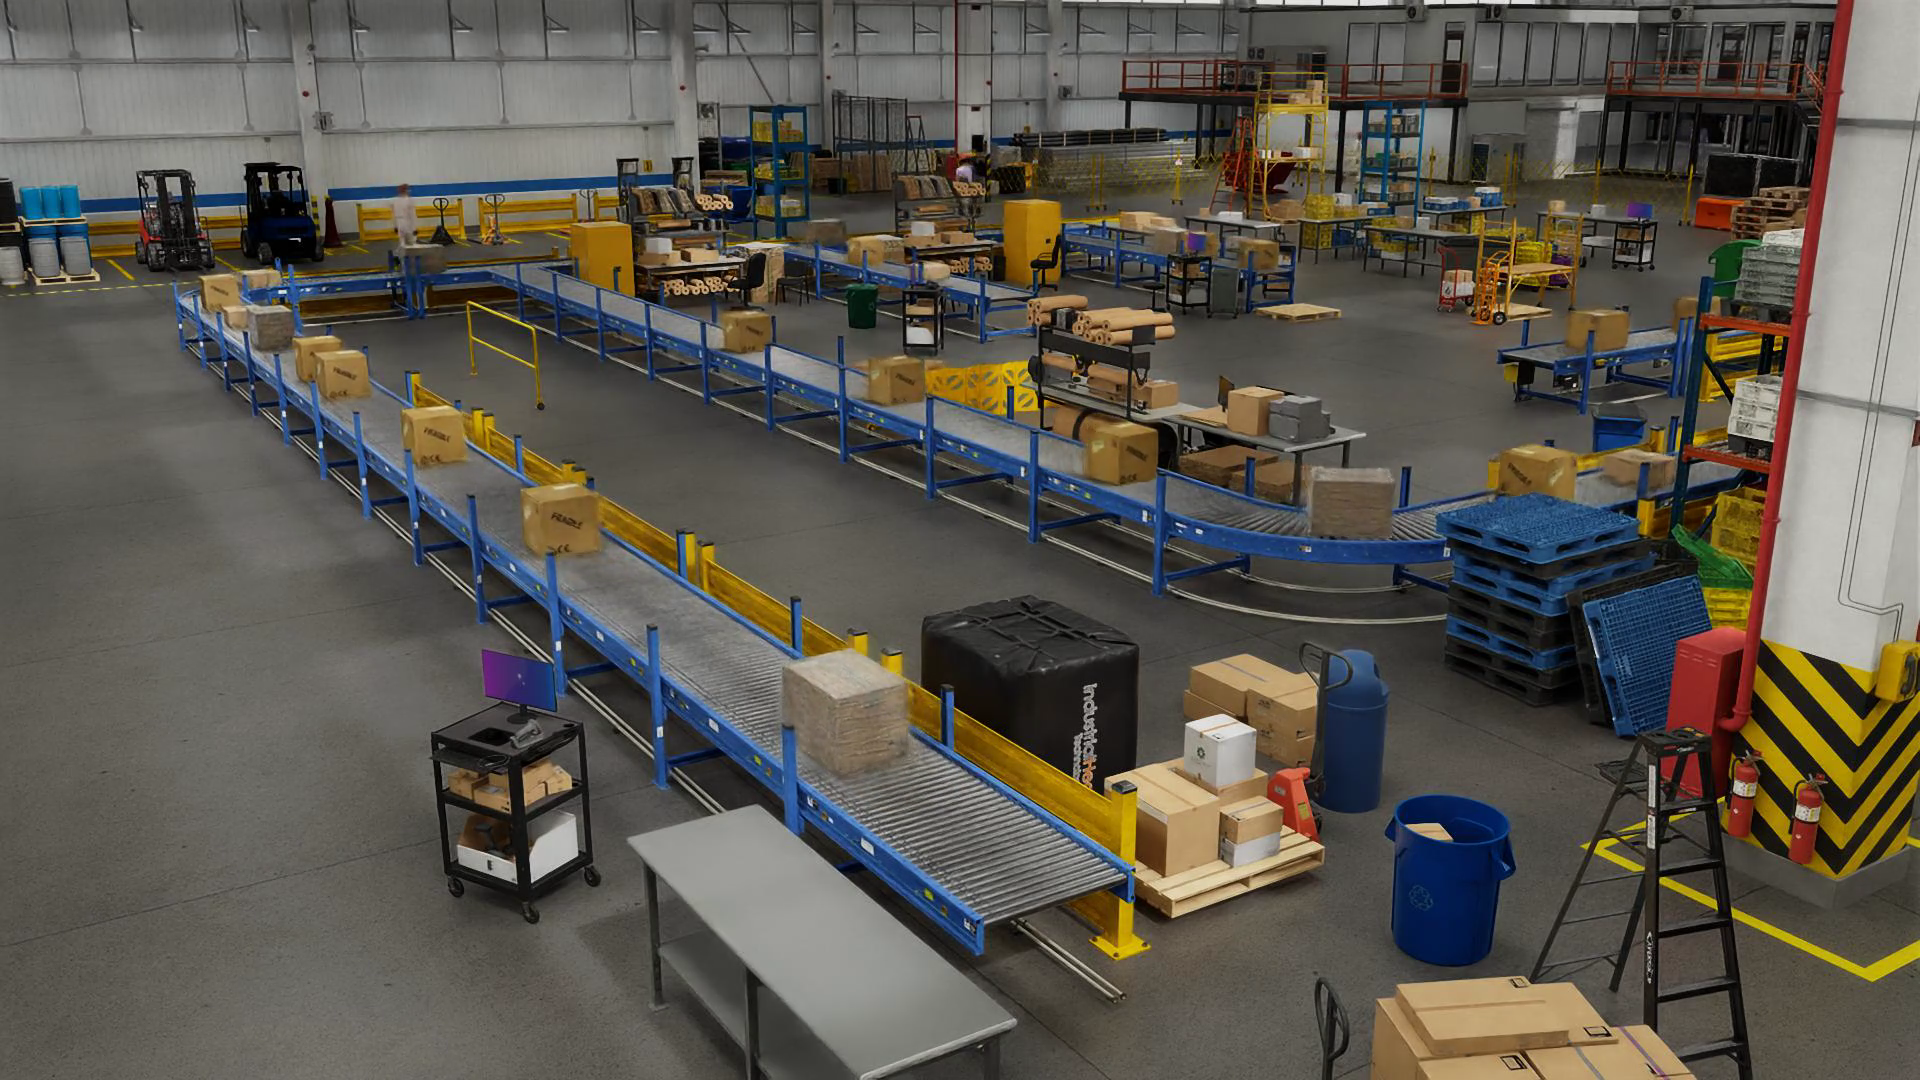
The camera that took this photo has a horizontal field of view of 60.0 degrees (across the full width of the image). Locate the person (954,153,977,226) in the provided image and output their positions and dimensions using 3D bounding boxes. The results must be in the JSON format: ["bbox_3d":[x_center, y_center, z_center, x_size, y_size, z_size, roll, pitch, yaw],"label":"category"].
[{"bbox_3d":[0.101,-9.624,45.765,1.038,1.995,0.626,13,21,36],"label":"person"}]

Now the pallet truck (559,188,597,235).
[{"bbox_3d":[-10.010,-8.652,43.699,0.653,1.274,1.630,-10,20,-31],"label":"pallet truck"}]

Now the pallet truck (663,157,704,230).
[{"bbox_3d":[-7.586,-9.308,44.692,0.823,1.965,1.885,-11,20,-33],"label":"pallet truck"}]

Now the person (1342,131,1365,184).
[{"bbox_3d":[14.093,-13.608,59.243,0.740,1.860,0.586,8,18,25],"label":"person"}]

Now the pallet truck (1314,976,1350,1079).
[{"bbox_3d":[2.299,2.390,7.086,1.601,1.201,0.680,-2,17,-7],"label":"pallet truck"}]

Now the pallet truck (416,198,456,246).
[{"bbox_3d":[-13.250,-8.060,41.856,0.680,1.201,1.601,-10,20,-31],"label":"pallet truck"}]

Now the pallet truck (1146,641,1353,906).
[{"bbox_3d":[1.664,1.407,10.232,1.630,1.274,0.653,-10,20,-31],"label":"pallet truck"}]

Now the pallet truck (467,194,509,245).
[{"bbox_3d":[-11.983,-8.177,42.137,0.704,1.261,1.522,-11,20,-33],"label":"pallet truck"}]

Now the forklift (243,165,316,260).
[{"bbox_3d":[-15.898,-7.669,38.708,1.157,1.987,2.680,-11,20,-33],"label":"forklift"}]

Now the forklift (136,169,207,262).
[{"bbox_3d":[-17.842,-7.318,37.559,1.157,1.987,2.680,-10,20,-31],"label":"forklift"}]

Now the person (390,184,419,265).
[{"bbox_3d":[-12.434,-7.028,37.291,0.660,1.886,0.547,6,18,20],"label":"person"}]

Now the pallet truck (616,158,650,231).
[{"bbox_3d":[-8.918,-9.176,44.255,0.823,1.965,1.885,-9,19,-27],"label":"pallet truck"}]
